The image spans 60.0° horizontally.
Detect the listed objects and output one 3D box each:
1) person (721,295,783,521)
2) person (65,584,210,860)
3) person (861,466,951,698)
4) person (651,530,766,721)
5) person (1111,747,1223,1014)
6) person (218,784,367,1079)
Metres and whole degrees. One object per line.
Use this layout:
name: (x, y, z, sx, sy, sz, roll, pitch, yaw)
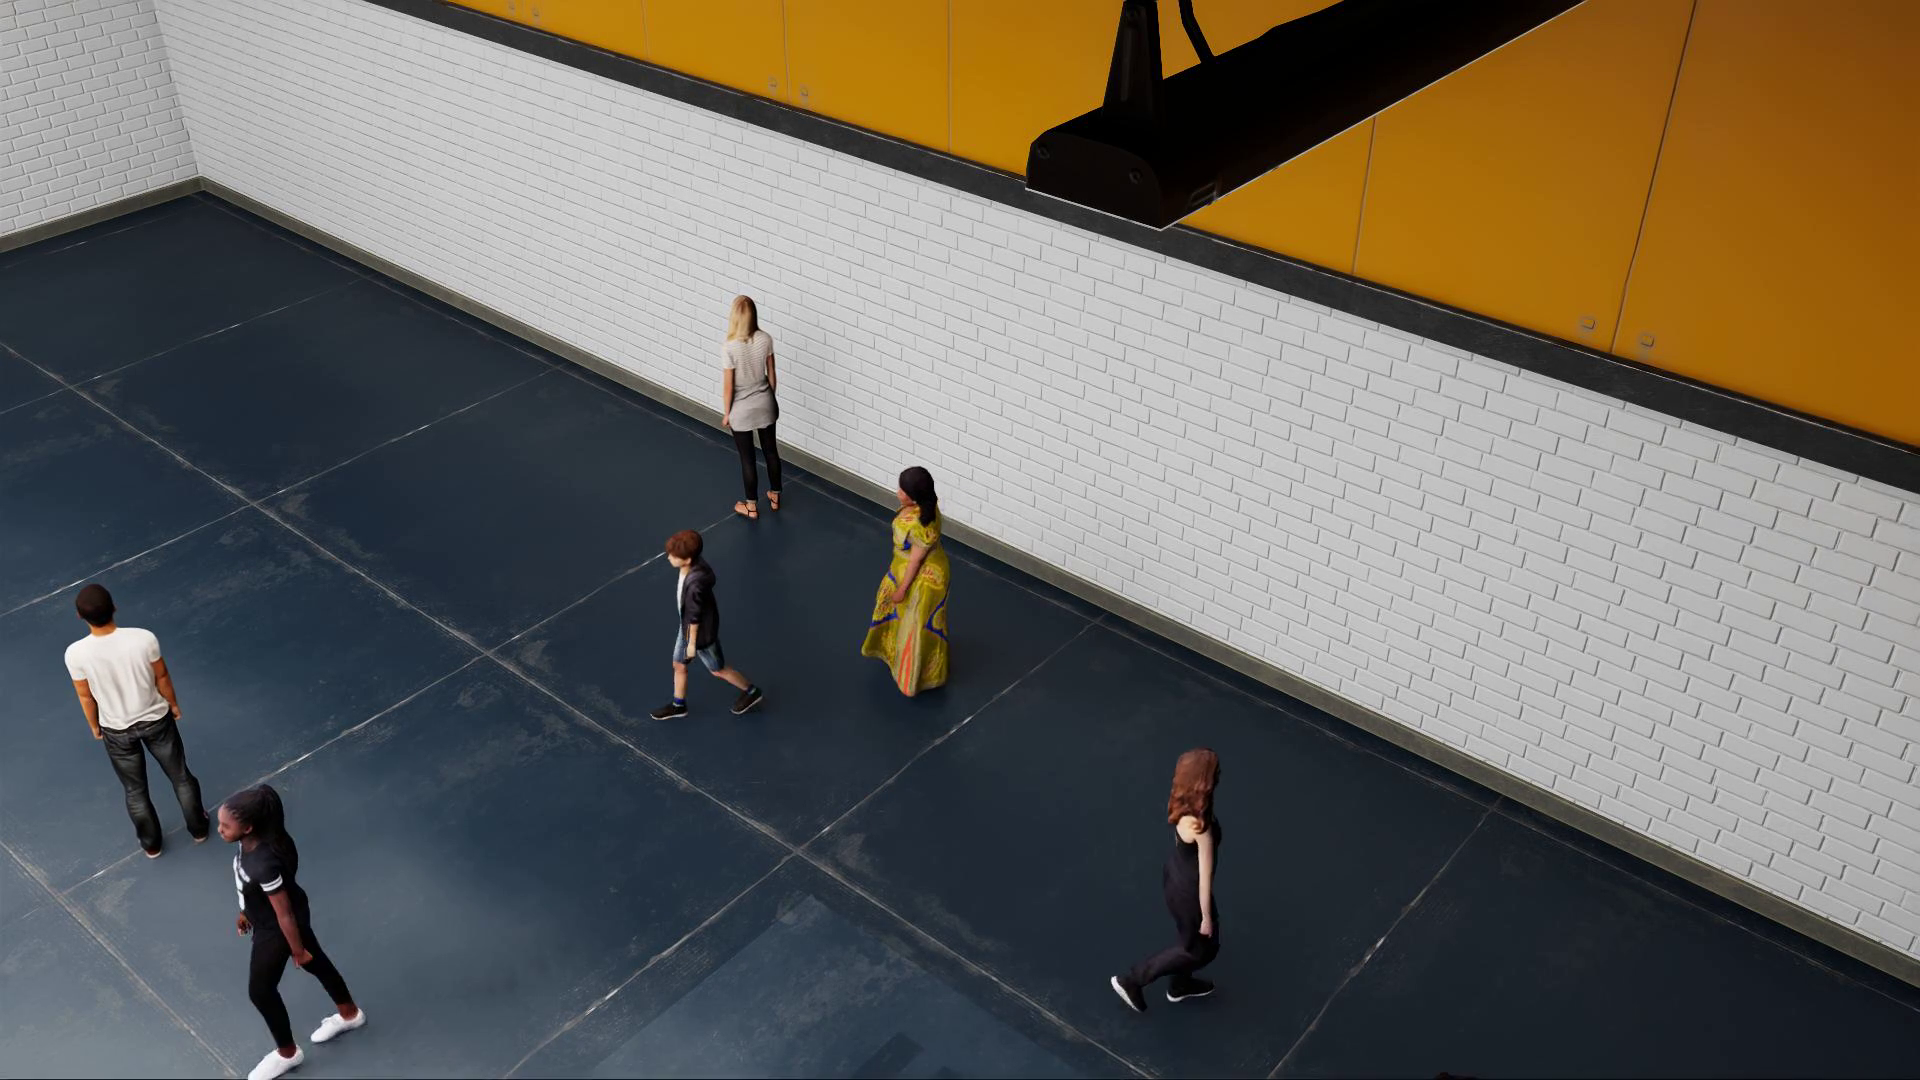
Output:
person: (-1.555, -0.991, 12.496, 0.561, 1.826, 0.720, -20, 39, -27)
person: (-4.706, 1.033, 9.484, 0.598, 1.800, 0.752, -17, 37, -24)
person: (-0.230, 0.254, 10.791, 1.105, 1.651, 1.072, -4, 34, -5)
person: (-1.591, 0.556, 10.540, 1.036, 1.415, 0.867, -11, 35, -16)
person: (1.079, 1.773, 8.423, 0.945, 1.731, 0.863, -6, 34, -9)
person: (-3.285, 1.888, 8.269, 0.934, 1.711, 0.787, -16, 37, -22)
